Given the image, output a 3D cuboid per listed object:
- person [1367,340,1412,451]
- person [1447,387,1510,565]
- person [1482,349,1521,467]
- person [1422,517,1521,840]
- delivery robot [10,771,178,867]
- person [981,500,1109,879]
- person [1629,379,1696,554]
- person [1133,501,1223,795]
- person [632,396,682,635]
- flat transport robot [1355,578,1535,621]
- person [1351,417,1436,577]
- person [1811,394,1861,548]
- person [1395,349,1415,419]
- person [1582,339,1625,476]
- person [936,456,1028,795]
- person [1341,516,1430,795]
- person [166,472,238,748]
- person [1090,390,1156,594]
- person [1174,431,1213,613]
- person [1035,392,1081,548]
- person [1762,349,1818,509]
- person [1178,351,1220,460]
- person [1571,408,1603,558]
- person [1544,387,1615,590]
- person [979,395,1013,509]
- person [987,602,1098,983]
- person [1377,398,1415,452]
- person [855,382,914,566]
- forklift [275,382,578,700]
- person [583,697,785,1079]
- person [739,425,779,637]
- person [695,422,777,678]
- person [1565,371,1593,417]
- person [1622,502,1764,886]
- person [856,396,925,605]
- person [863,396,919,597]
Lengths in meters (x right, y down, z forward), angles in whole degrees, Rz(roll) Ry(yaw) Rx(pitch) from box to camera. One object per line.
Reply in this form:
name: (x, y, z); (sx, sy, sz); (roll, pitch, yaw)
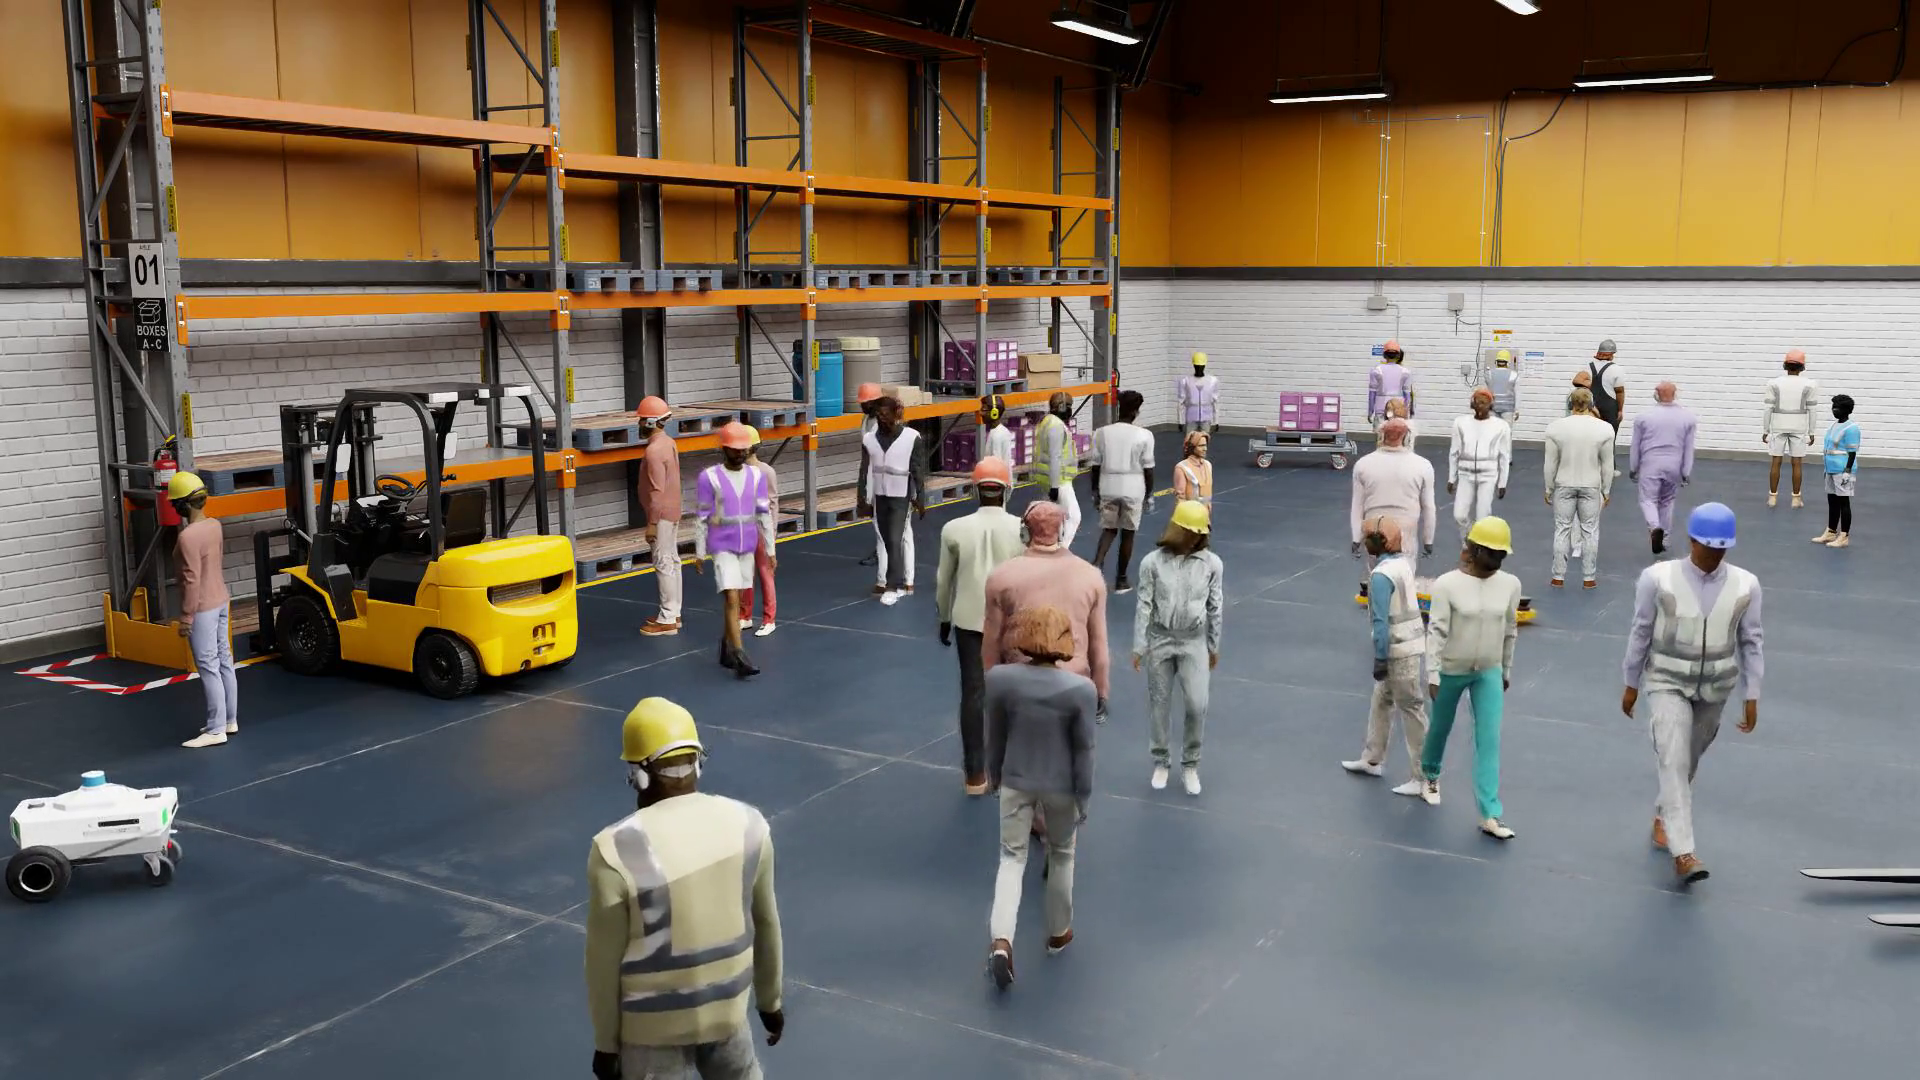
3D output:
person: (6.280, -1.904, 24.378); (0.604, 2.039, 0.400); (1, 9, 4)
person: (5.220, -0.605, 16.765); (0.599, 1.873, 0.424); (5, 10, 27)
person: (8.410, -2.044, 25.881); (0.593, 1.832, 0.403); (4, 10, 23)
person: (2.793, 0.702, 9.115); (0.536, 1.709, 0.948); (0, 9, -1)
delivery robot: (-4.246, 1.381, 8.186); (0.707, 0.478, 0.477); (-3, 9, -18)
person: (0.455, 0.737, 8.452); (0.641, 1.867, 0.955); (-3, 10, -19)
person: (7.530, -0.776, 17.844); (0.641, 1.884, 0.783); (1, 9, 7)
person: (1.250, 0.624, 9.596); (0.512, 1.716, 0.561); (1, 9, 6)
person: (-2.516, -0.203, 13.882); (0.387, 1.996, 0.611); (1, 9, 4)
flat transport robot: (4.270, 0.525, 14.705); (0.652, 0.197, 1.431); (-7, 11, -37)
person: (3.443, -0.041, 13.270); (0.651, 1.877, 0.870); (4, 10, 22)
person: (9.665, -0.760, 18.292); (0.319, 1.696, 0.532); (0, 9, 2)
person: (6.803, -2.087, 26.152); (0.533, 1.825, 0.890); (-5, 11, -30)
person: (9.607, -1.971, 24.781); (0.538, 2.000, 0.688); (-7, 12, -39)
person: (0.169, 0.469, 9.855); (0.636, 1.935, 1.046); (1, 9, 6)
person: (2.545, 0.665, 9.722); (0.608, 1.597, 0.521); (4, 10, 25)
person: (-4.845, 0.441, 10.602); (0.327, 1.761, 0.522); (-1, 9, -3)
person: (1.503, -0.436, 15.526); (0.609, 1.937, 0.485); (4, 10, 25)
person: (2.047, -0.146, 14.635); (0.315, 1.640, 0.515); (8, 12, 40)
person: (1.017, -0.581, 16.768); (0.515, 1.822, 0.648); (-1, 9, -3)
person: (10.644, -1.423, 21.348); (0.616, 2.041, 0.378); (5, 10, 29)
person: (3.413, -1.744, 23.759); (0.597, 1.910, 0.466); (0, 9, 2)
person: (6.556, -0.592, 17.477); (0.508, 1.616, 0.593); (4, 10, 24)
person: (5.871, -0.485, 15.822); (0.632, 1.940, 0.372); (3, 10, 18)
person: (0.331, -0.452, 15.855); (0.334, 1.866, 0.527); (1, 9, 8)
person: (0.335, 1.068, 7.135); (0.499, 1.609, 0.738); (2, 9, 13)
person: (4.892, -0.803, 18.886); (0.504, 1.594, 0.830); (8, 12, 41)
person: (-0.787, -0.689, 17.199); (0.655, 1.908, 0.587); (-6, 11, -35)
forklift: (-3.974, -0.067, 12.417); (2.313, 2.155, 1.214); (5, 11, 30)
person: (-0.779, 1.343, 4.896); (0.726, 1.795, 0.488); (-8, 12, -41)
person: (-1.743, -0.078, 13.821); (0.528, 1.765, 0.327); (6, 11, 35)
person: (-1.623, 0.078, 12.416); (0.570, 1.898, 0.910); (-6, 11, -33)
person: (8.798, -1.580, 23.609); (0.289, 1.633, 0.499); (-4, 10, -24)
person: (3.677, 0.742, 8.326); (0.615, 1.880, 1.033); (1, 9, 5)
person: (-0.683, -0.354, 15.145); (0.637, 1.889, 0.780); (5, 10, 28)
person: (-0.633, -0.405, 15.488); (0.583, 1.883, 0.340); (-5, 10, -29)
